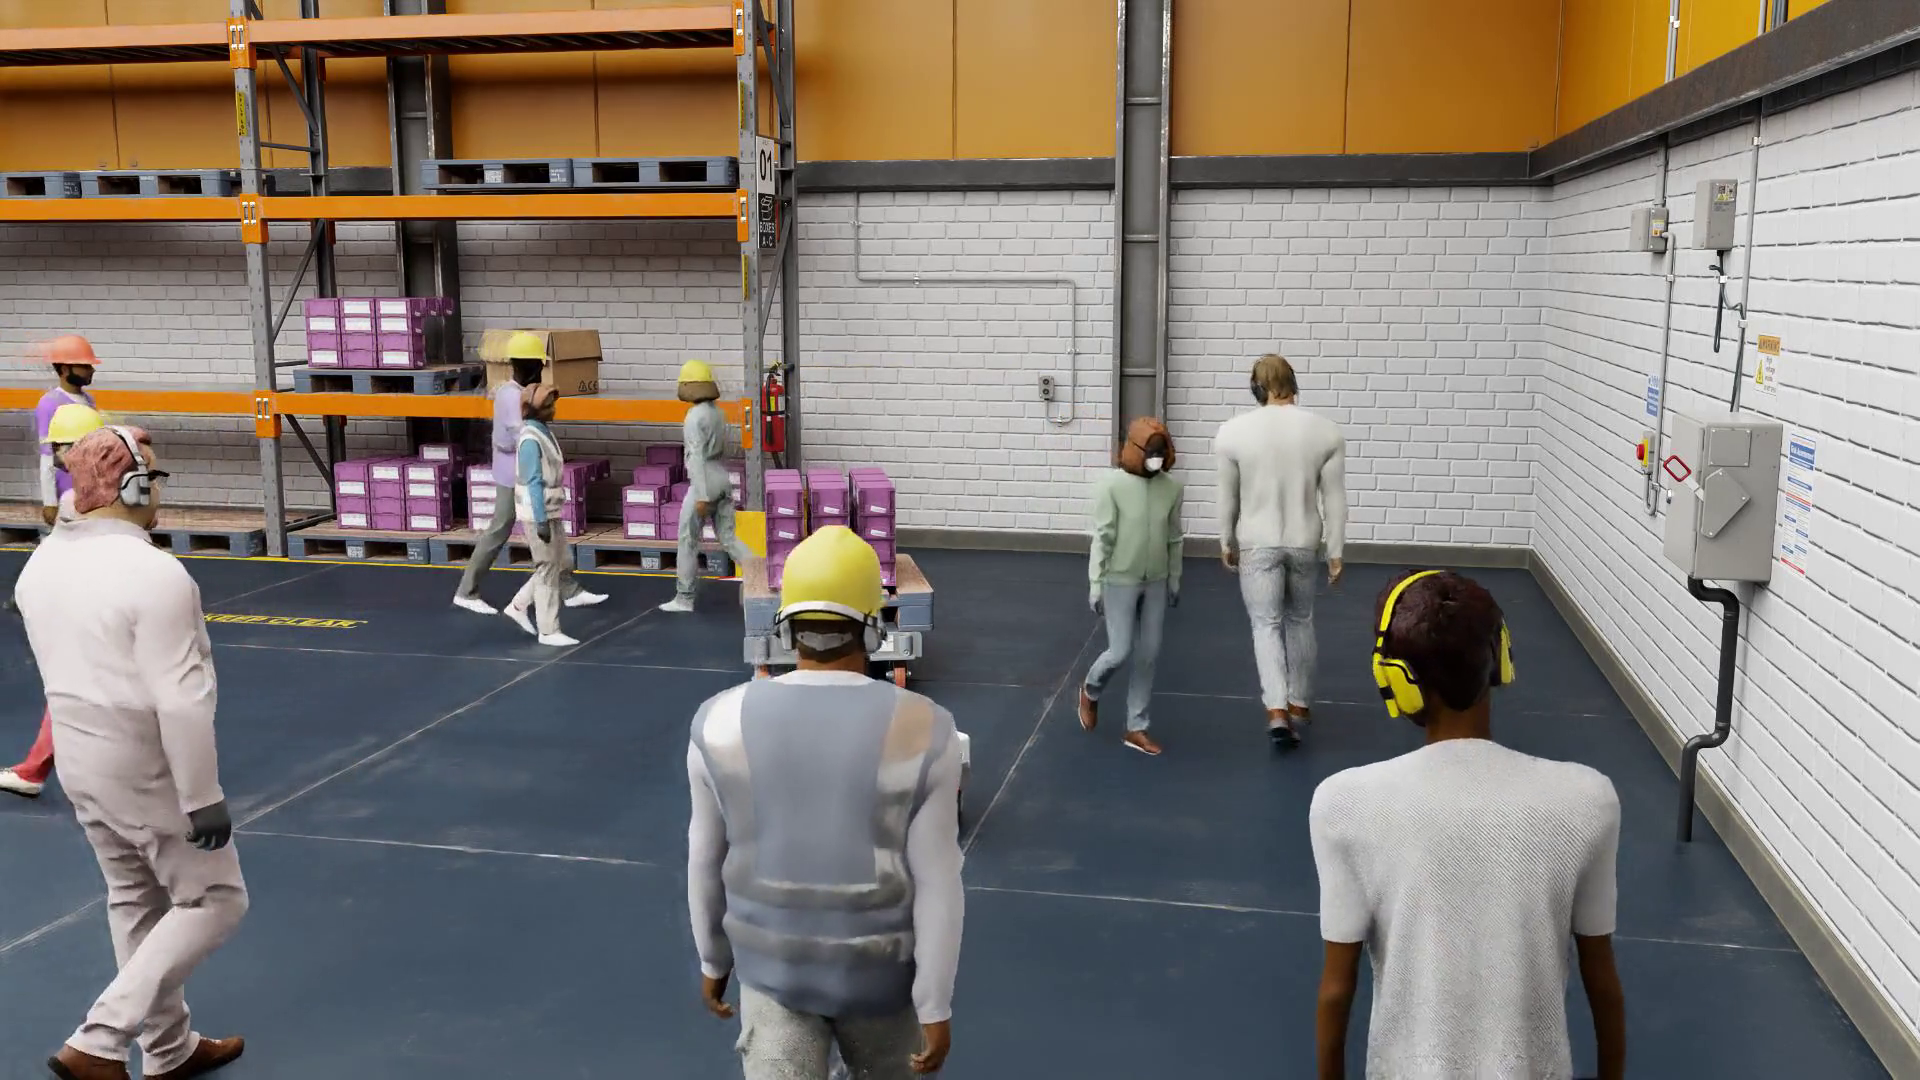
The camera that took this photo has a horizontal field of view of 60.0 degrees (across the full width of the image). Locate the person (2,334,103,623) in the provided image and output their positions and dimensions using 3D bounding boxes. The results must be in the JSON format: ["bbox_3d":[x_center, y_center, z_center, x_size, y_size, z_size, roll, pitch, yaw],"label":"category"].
[{"bbox_3d":[-5.607,-0.342,10.426,0.975,1.901,0.552,-1,9,-4],"label":"person"}]

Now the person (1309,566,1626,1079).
[{"bbox_3d":[0.828,0.969,2.696,0.554,1.835,0.819,3,10,15],"label":"person"}]

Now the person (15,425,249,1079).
[{"bbox_3d":[-2.243,0.636,4.502,0.669,1.892,0.548,6,11,32],"label":"person"}]

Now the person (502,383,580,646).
[{"bbox_3d":[-2.529,-0.143,10.015,0.394,1.619,0.523,-1,9,-5],"label":"person"}]

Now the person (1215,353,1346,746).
[{"bbox_3d":[1.569,0.045,8.106,0.633,1.895,0.831,-1,9,-6],"label":"person"}]

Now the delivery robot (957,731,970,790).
[{"bbox_3d":[-0.275,0.859,6.915,0.477,0.478,0.707,-7,12,-37],"label":"delivery robot"}]

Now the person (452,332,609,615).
[{"bbox_3d":[-2.916,-0.433,11.033,1.014,1.877,0.605,-1,9,-4],"label":"person"}]

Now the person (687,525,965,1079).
[{"bbox_3d":[-0.285,0.868,3.427,0.594,1.796,0.913,1,9,7],"label":"person"}]

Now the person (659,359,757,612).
[{"bbox_3d":[-1.595,-0.342,11.005,0.812,1.704,0.513,4,10,21],"label":"person"}]

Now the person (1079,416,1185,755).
[{"bbox_3d":[0.809,0.204,7.926,0.535,1.611,0.478,-5,11,-27],"label":"person"}]

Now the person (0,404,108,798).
[{"bbox_3d":[-3.757,0.281,7.143,0.911,1.716,0.548,0,9,-1],"label":"person"}]
